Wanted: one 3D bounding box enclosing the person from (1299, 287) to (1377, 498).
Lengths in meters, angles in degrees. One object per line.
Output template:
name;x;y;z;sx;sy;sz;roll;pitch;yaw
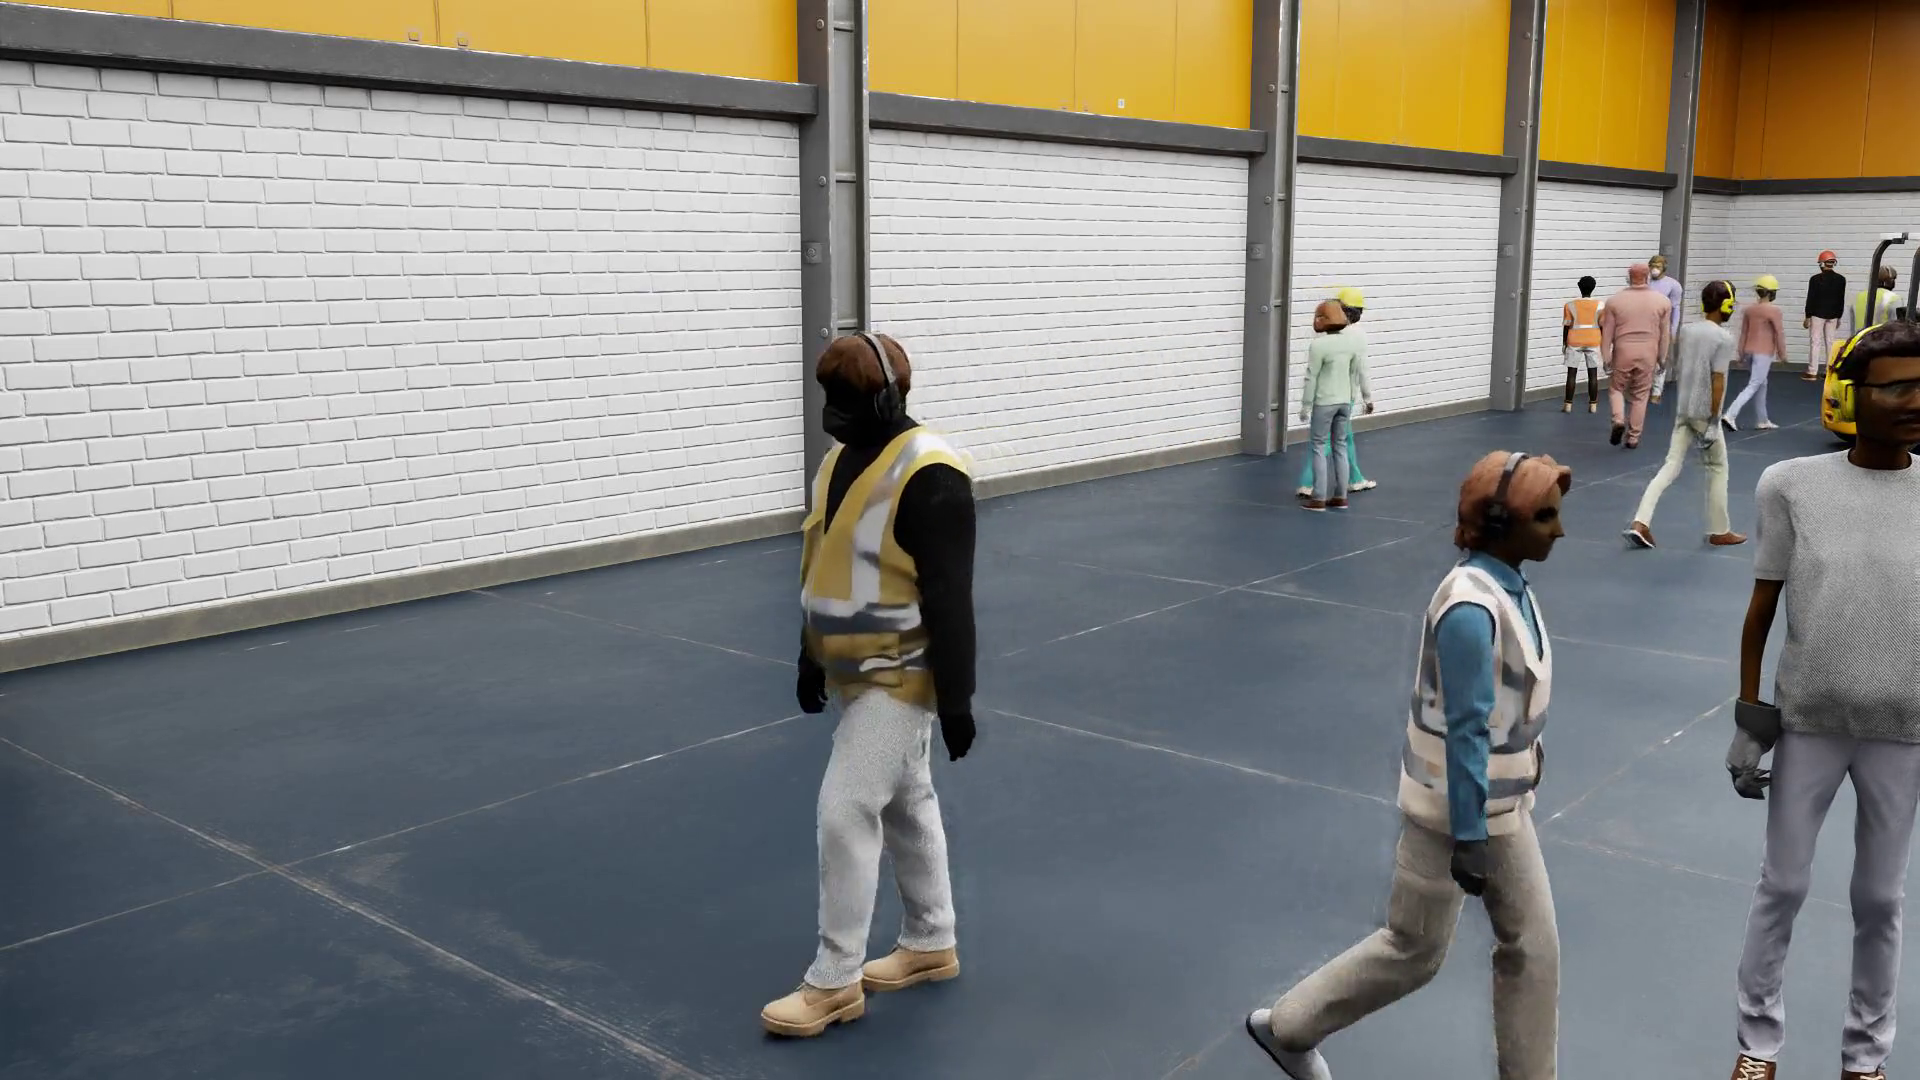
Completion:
person;3.104;-1.196;13.546;0.926;1.708;0.532;-5;11;-28

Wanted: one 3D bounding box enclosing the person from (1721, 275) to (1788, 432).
person;8.807;-2.063;18.428;0.845;1.731;0.525;-2;10;-14

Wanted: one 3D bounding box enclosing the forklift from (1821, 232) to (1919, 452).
forklift;9.955;-1.972;16.595;2.313;2.155;1.214;1;10;8

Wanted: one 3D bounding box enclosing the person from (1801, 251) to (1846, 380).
person;13.275;-3.444;25.575;0.609;1.986;0.402;-2;10;-11

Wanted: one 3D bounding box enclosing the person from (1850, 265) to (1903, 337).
person;9.872;-2.022;17.889;0.429;1.843;0.633;-3;10;-15

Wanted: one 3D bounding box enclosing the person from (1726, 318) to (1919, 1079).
person;2.033;0.439;3.785;0.515;1.874;0.328;3;11;19

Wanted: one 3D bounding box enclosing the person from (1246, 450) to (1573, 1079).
person;1.062;0.584;3.736;0.764;1.604;0.529;6;12;31

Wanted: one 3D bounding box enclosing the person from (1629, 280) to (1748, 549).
person;4.926;-0.835;11.203;0.959;1.825;0.528;-4;11;-21

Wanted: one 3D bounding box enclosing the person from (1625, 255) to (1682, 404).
person;9.045;-2.743;21.712;0.632;1.939;0.364;8;13;40

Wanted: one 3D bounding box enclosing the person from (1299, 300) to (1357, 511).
person;2.855;-1.033;12.865;0.526;1.628;0.312;-7;12;-35

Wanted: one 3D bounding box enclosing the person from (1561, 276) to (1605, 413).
person;7.679;-2.400;20.477;0.532;1.691;0.321;3;10;15

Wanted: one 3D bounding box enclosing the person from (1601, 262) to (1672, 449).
person;6.797;-1.849;16.756;0.649;1.891;0.480;3;10;16

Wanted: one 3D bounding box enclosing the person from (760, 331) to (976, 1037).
person;-0.299;0.372;4.340;0.779;1.808;0.665;-5;11;-26
